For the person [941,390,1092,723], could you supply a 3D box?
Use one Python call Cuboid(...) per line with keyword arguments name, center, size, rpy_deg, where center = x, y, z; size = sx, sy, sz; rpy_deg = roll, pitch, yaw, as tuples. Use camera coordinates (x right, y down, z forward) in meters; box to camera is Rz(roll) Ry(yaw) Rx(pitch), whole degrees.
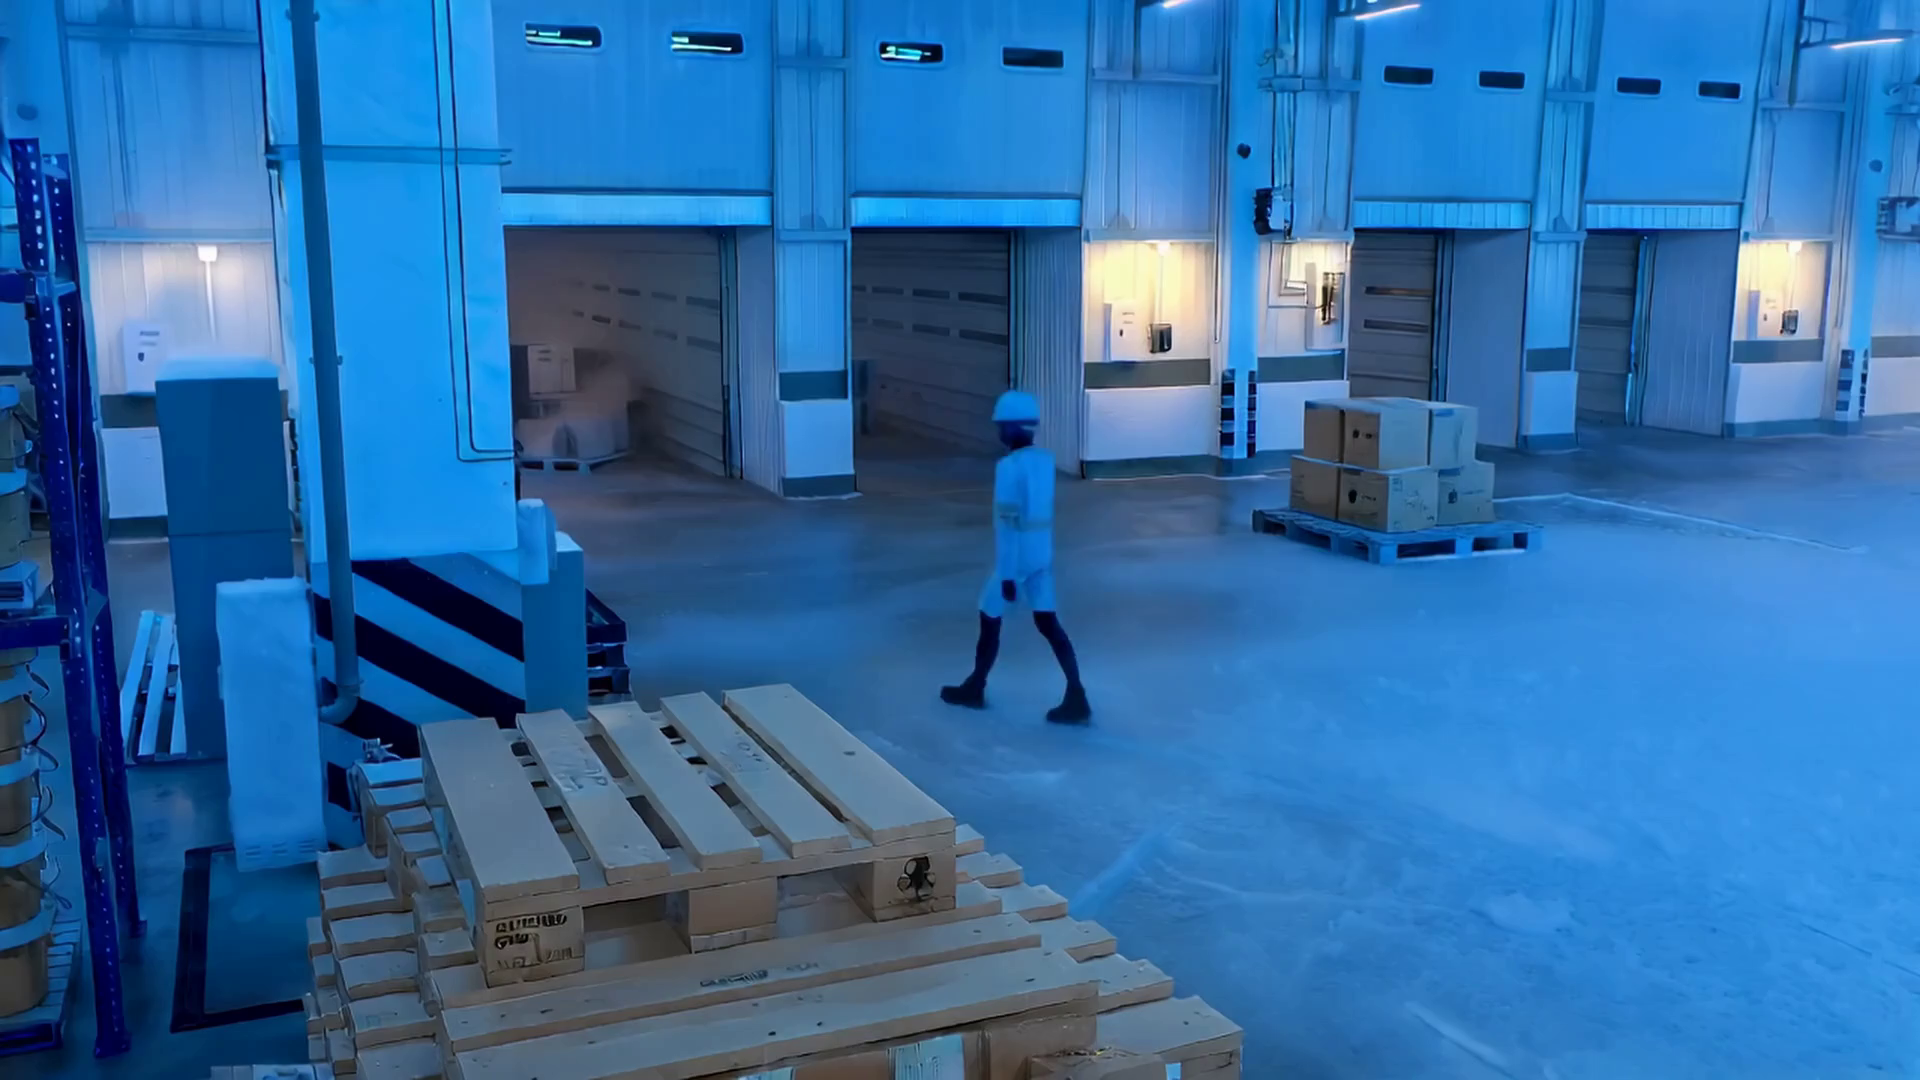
Cuboid(name="person", center=(0.359, 0.095, 9.422), size=(1.012, 1.886, 0.566), rpy_deg=(8, 13, 37))
